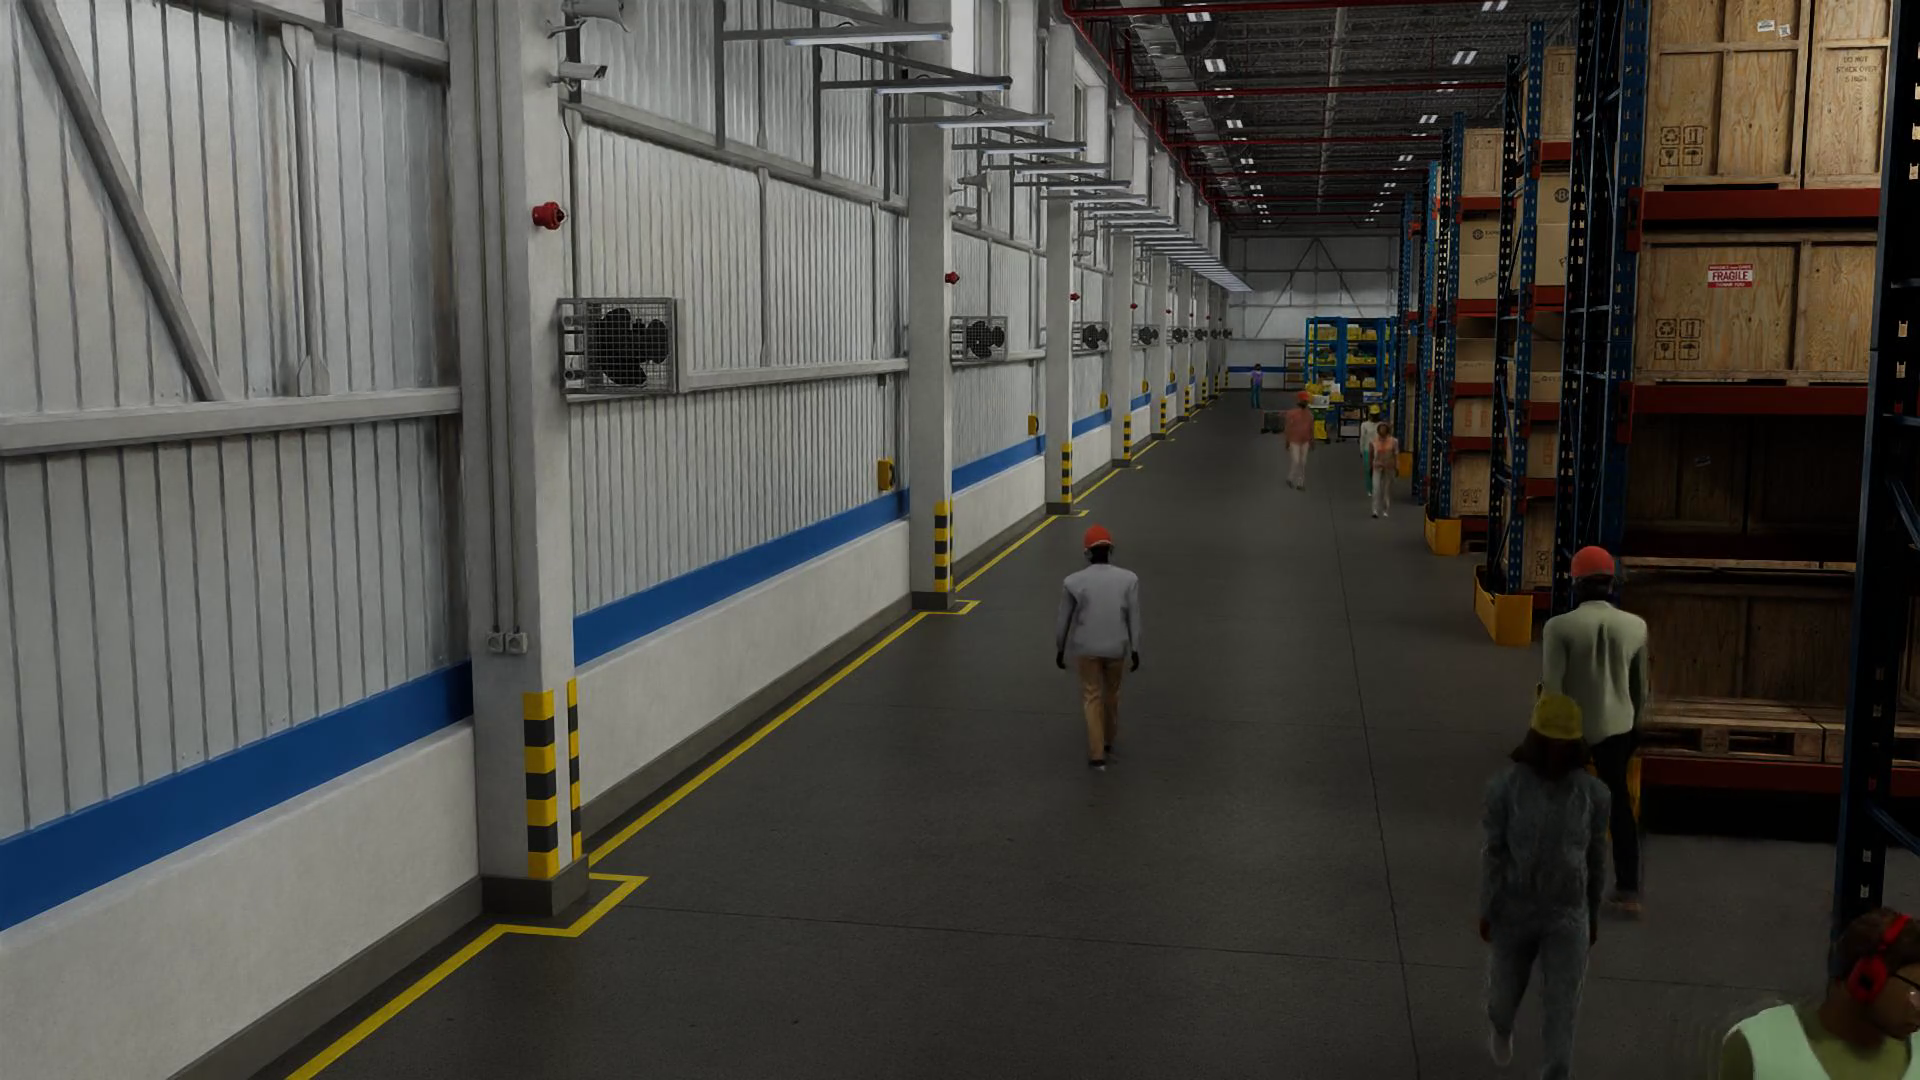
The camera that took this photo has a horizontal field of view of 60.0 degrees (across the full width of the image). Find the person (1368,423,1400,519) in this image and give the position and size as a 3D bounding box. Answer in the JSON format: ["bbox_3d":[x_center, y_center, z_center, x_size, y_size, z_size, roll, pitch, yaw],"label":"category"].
[{"bbox_3d":[7.068,-1.158,27.764,0.524,1.594,0.853,2,7,16],"label":"person"}]

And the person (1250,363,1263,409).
[{"bbox_3d":[12.055,-6.253,67.592,0.563,1.837,0.389,-3,8,-21],"label":"person"}]

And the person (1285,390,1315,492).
[{"bbox_3d":[6.620,-1.915,32.289,0.646,1.975,0.436,-3,8,-23],"label":"person"}]

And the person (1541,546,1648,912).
[{"bbox_3d":[3.476,1.002,9.115,0.651,1.942,1.048,-1,7,-4],"label":"person"}]

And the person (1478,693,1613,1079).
[{"bbox_3d":[2.284,1.425,6.534,0.494,1.726,0.639,1,7,11],"label":"person"}]

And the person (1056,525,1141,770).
[{"bbox_3d":[0.976,0.750,11.959,0.591,1.717,0.732,-1,7,-8],"label":"person"}]

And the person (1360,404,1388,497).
[{"bbox_3d":[7.790,-1.678,31.307,0.530,1.754,0.372,1,7,9],"label":"person"}]

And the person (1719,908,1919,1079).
[{"bbox_3d":[1.988,1.713,3.946,0.608,1.801,0.770,0,7,-1],"label":"person"}]
